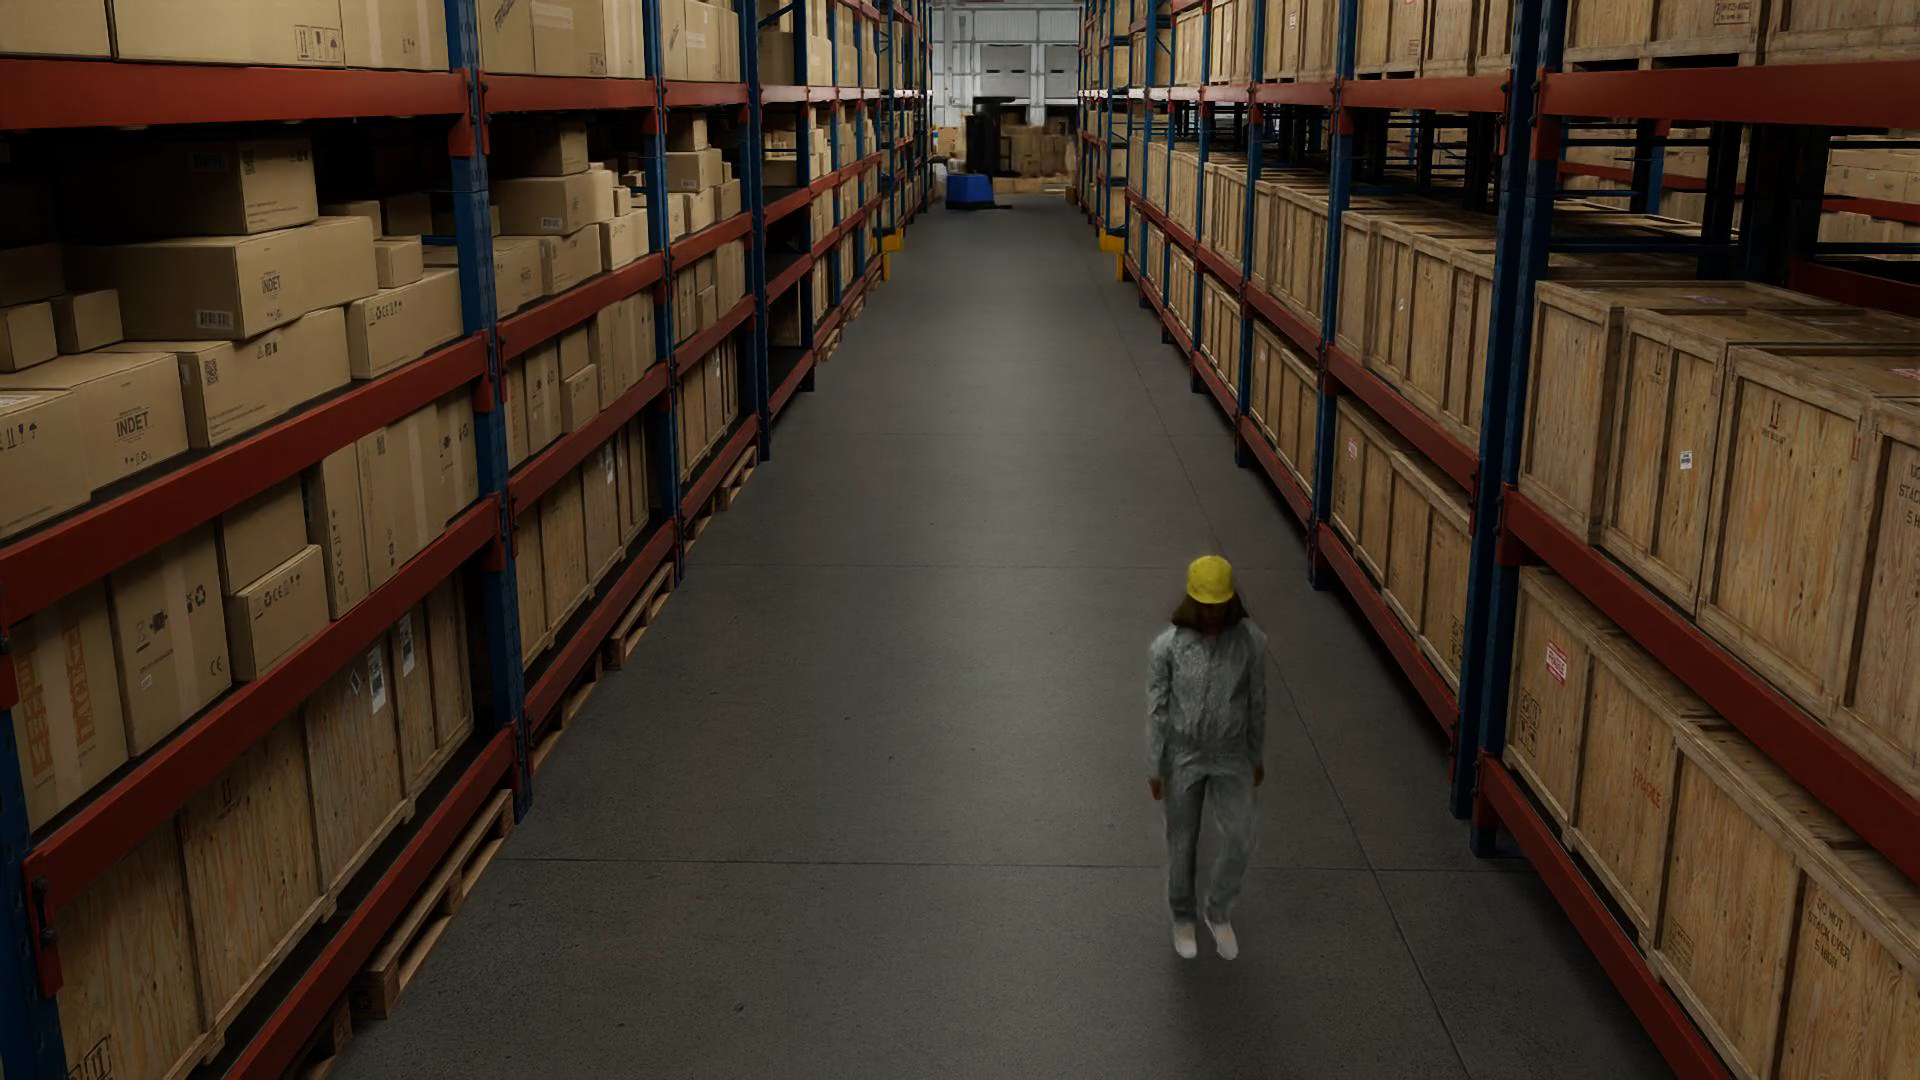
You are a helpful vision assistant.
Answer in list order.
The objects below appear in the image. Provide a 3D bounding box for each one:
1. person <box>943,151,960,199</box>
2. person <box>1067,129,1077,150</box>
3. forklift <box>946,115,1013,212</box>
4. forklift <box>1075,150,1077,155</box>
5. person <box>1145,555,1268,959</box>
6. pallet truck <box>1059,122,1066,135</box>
[{"bbox_3d":[-0.263,-12.066,55.083,0.536,1.598,0.834,-10,18,-33],"label":"person"},{"bbox_3d":[4.961,-17.437,74.495,0.651,1.911,0.679,-9,17,-29],"label":"person"},{"bbox_3d":[0.562,-11.340,49.983,1.873,2.768,1.129,-14,20,-42],"label":"forklift"},{"bbox_3d":[5.580,-17.275,72.066,1.129,2.768,1.873,4,16,16],"label":"forklift"},{"bbox_3d":[0.986,0.885,6.687,0.506,1.725,0.462,-1,15,-4],"label":"person"},{"bbox_3d":[5.788,-21.111,88.014,1.885,1.965,0.823,5,16,18],"label":"pallet truck"}]
